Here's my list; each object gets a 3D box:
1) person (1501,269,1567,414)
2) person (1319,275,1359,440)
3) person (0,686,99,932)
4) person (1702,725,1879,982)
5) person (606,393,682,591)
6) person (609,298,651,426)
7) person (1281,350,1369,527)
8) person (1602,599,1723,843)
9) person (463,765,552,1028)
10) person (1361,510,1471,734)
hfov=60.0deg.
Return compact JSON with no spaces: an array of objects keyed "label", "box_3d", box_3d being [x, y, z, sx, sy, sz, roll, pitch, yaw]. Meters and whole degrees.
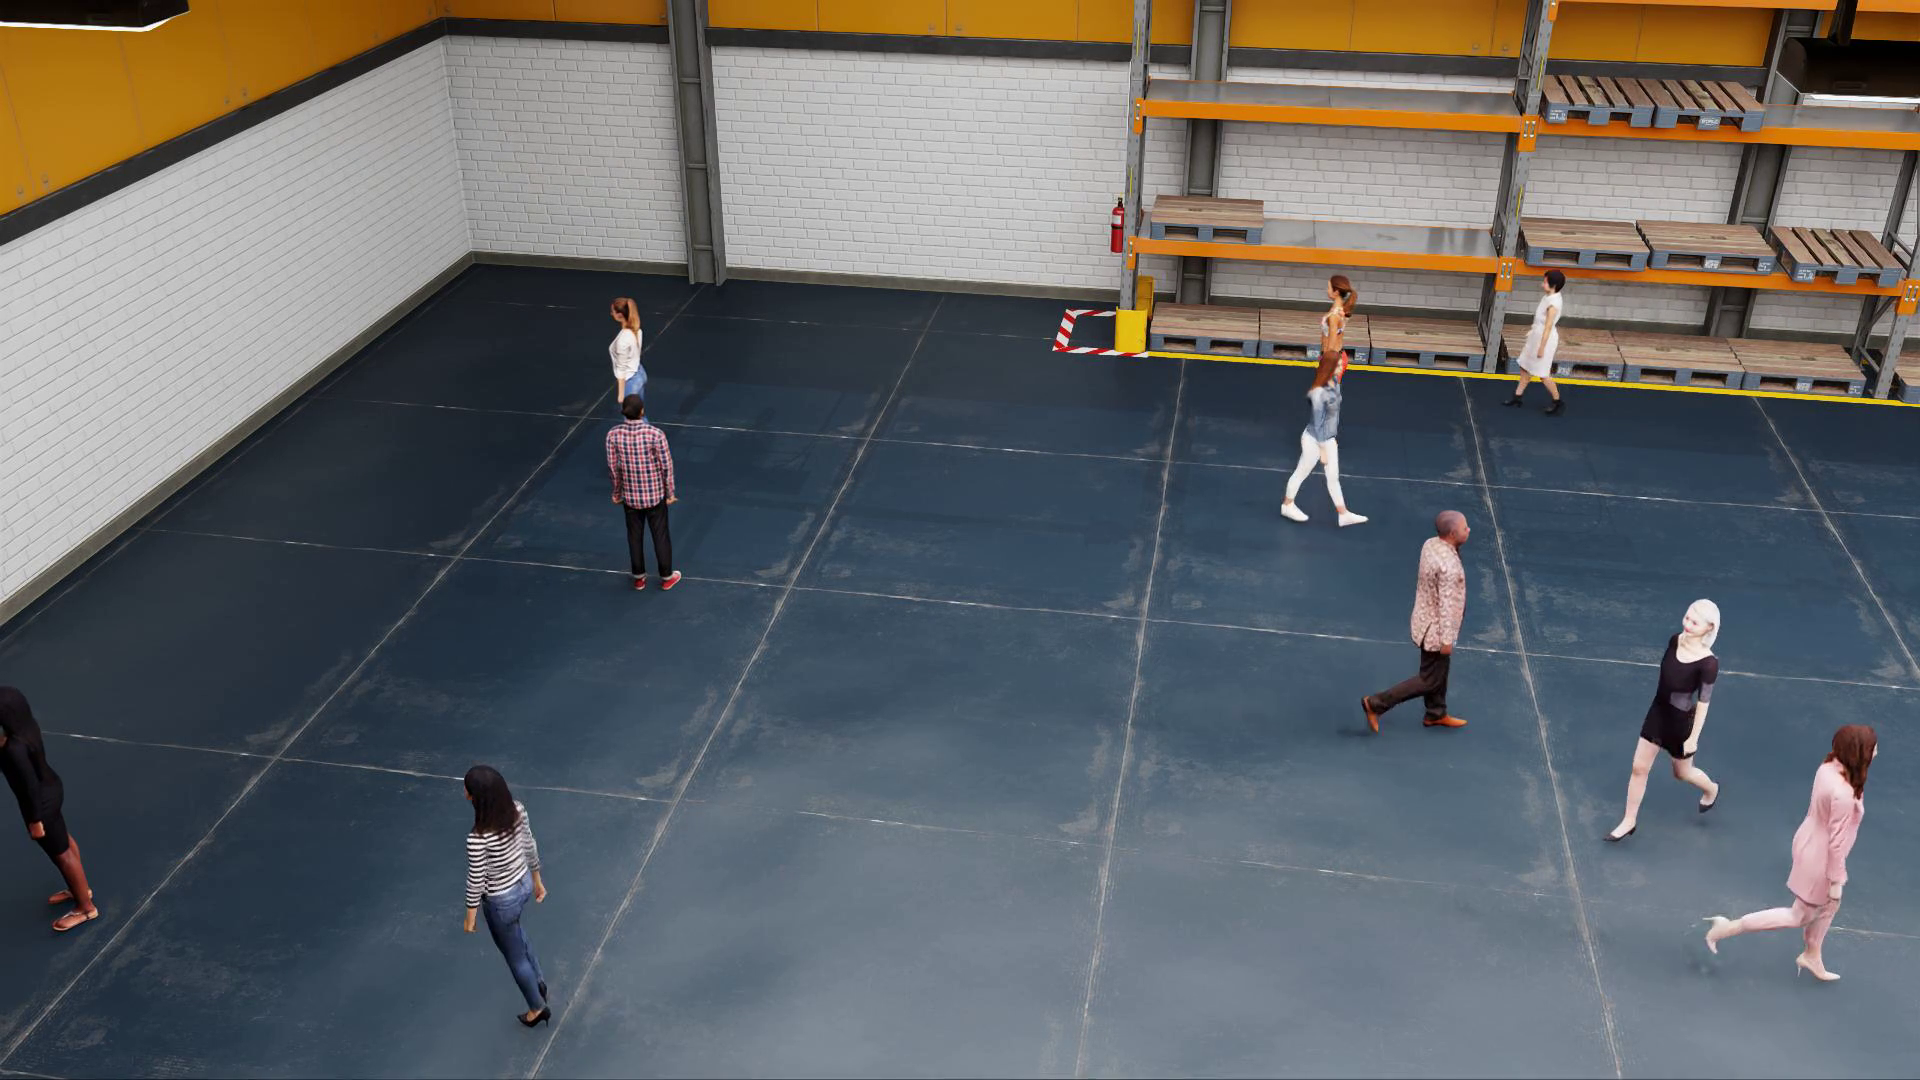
[{"label":"person","box_3d":[5.976,-1.986,16.855,0.884,1.536,0.617,8,30,15]},{"label":"person","box_3d":[3.596,-1.693,16.050,0.657,1.790,0.651,15,32,25]},{"label":"person","box_3d":[-5.581,1.598,10.091,0.710,1.720,0.682,-14,31,-23]},{"label":"person","box_3d":[4.859,1.840,9.589,1.094,1.775,0.736,10,30,17]},{"label":"person","box_3d":[-2.609,-0.397,13.705,0.553,1.761,0.772,2,29,3]},{"label":"person","box_3d":[-3.091,-1.466,15.707,0.500,1.722,0.589,4,29,8]},{"label":"person","box_3d":[3.084,-0.900,14.724,1.121,1.668,0.909,19,34,30]},{"label":"person","box_3d":[4.708,1.178,10.776,1.195,1.801,0.960,-11,30,-19]},{"label":"person","box_3d":[-2.428,2.037,9.220,0.641,1.783,0.636,9,30,16]},{"label":"person","box_3d":[3.292,0.620,11.816,1.048,1.784,0.731,2,29,4]}]
